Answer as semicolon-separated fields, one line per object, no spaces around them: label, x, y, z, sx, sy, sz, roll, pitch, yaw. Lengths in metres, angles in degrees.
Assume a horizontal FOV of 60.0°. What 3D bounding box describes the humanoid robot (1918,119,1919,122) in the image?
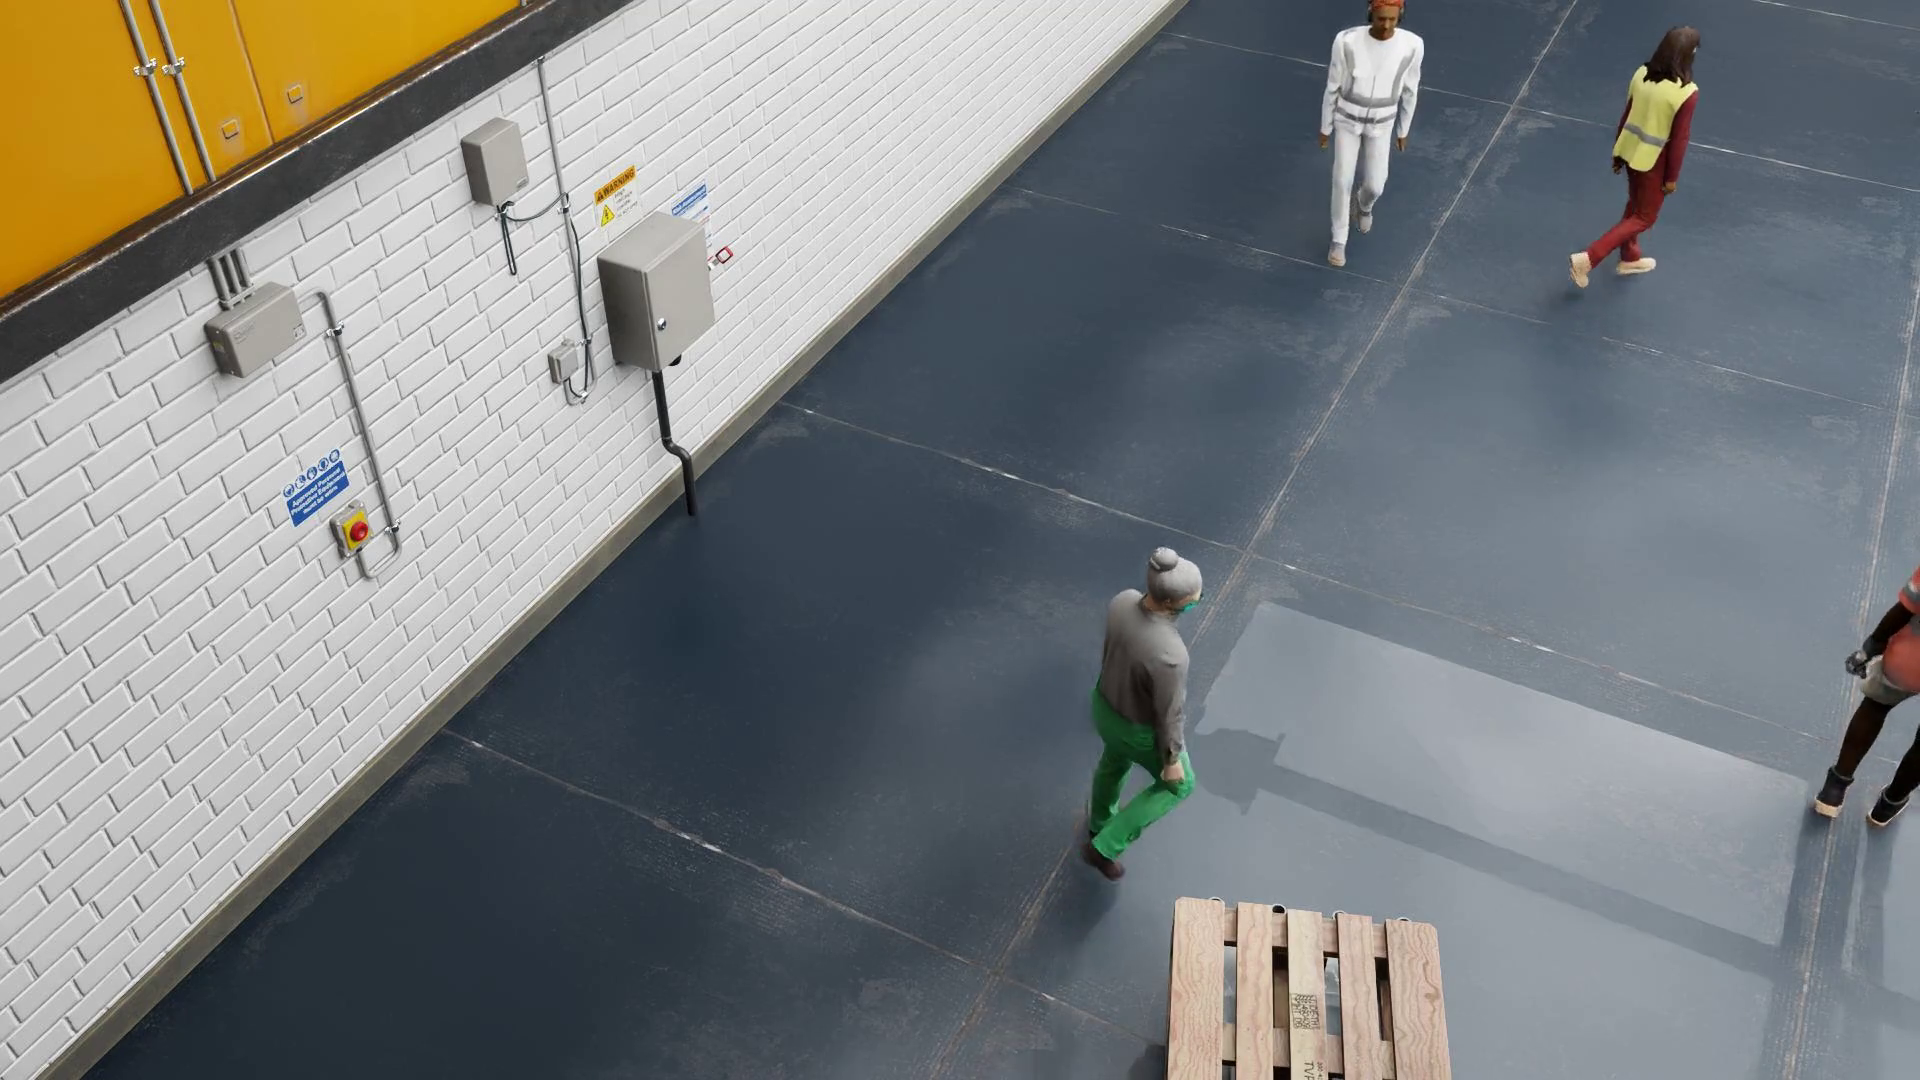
humanoid robot;7.796;-3.812;12.171;1.046;1.765;0.551;-8;41;-9

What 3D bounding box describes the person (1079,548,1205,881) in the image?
person;0.734;0.722;6.811;0.459;1.828;0.565;-20;45;-22

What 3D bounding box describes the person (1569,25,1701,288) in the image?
person;4.287;-2.378;10.462;0.740;1.749;0.475;-14;43;-15

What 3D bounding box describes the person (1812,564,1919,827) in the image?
person;4.093;0.552;6.918;0.681;1.945;0.645;32;50;31

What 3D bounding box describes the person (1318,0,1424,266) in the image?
person;2.614;-2.692;10.737;0.581;1.870;0.494;7;41;8
